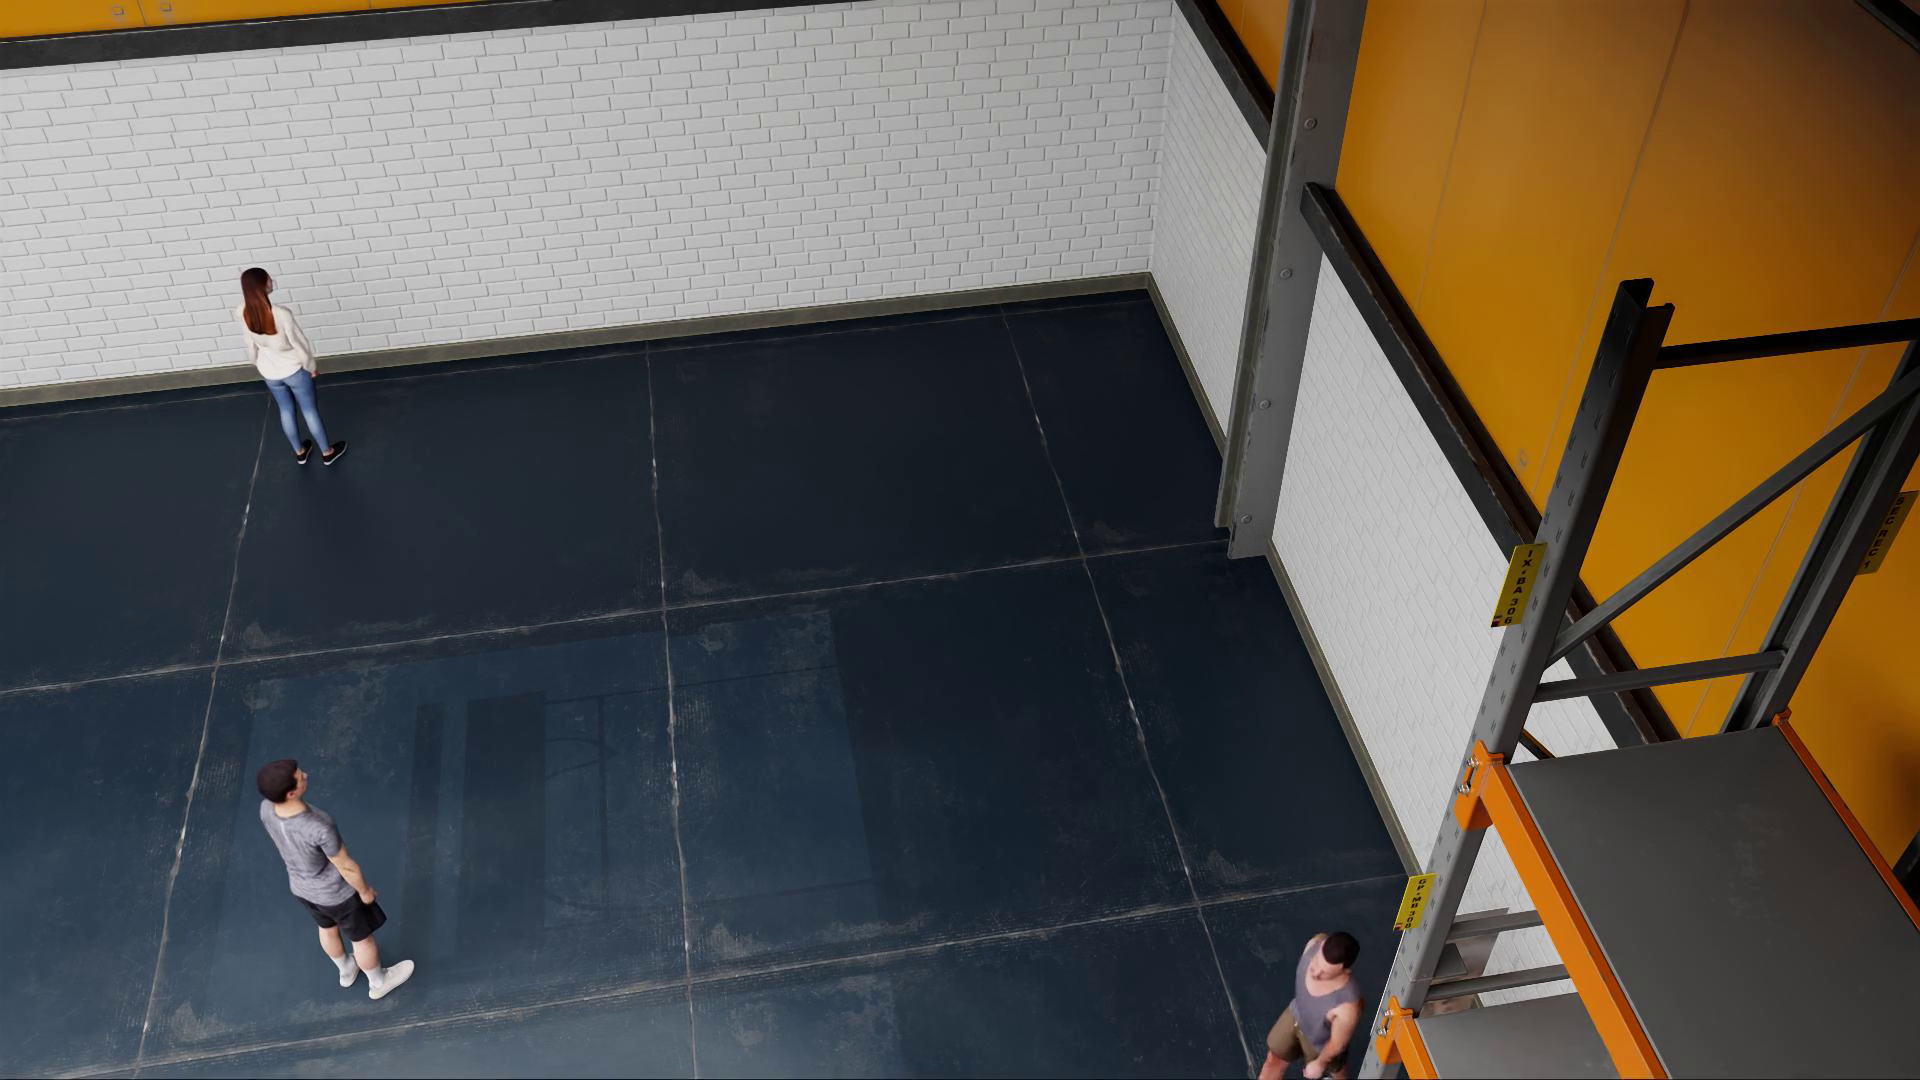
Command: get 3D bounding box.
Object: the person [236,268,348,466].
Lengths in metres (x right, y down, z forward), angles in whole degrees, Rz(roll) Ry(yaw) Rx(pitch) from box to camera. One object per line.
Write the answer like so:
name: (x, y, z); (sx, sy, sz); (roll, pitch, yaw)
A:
person: (-4.948, -1.256, 12.203); (0.687, 1.694, 0.668); (7, 44, 7)

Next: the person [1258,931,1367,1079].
person: (1.873, 2.419, 8.406); (0.873, 1.792, 0.991); (-10, 45, -11)

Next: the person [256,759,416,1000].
person: (-3.385, 1.818, 8.846); (0.738, 1.874, 0.764); (20, 47, 20)
